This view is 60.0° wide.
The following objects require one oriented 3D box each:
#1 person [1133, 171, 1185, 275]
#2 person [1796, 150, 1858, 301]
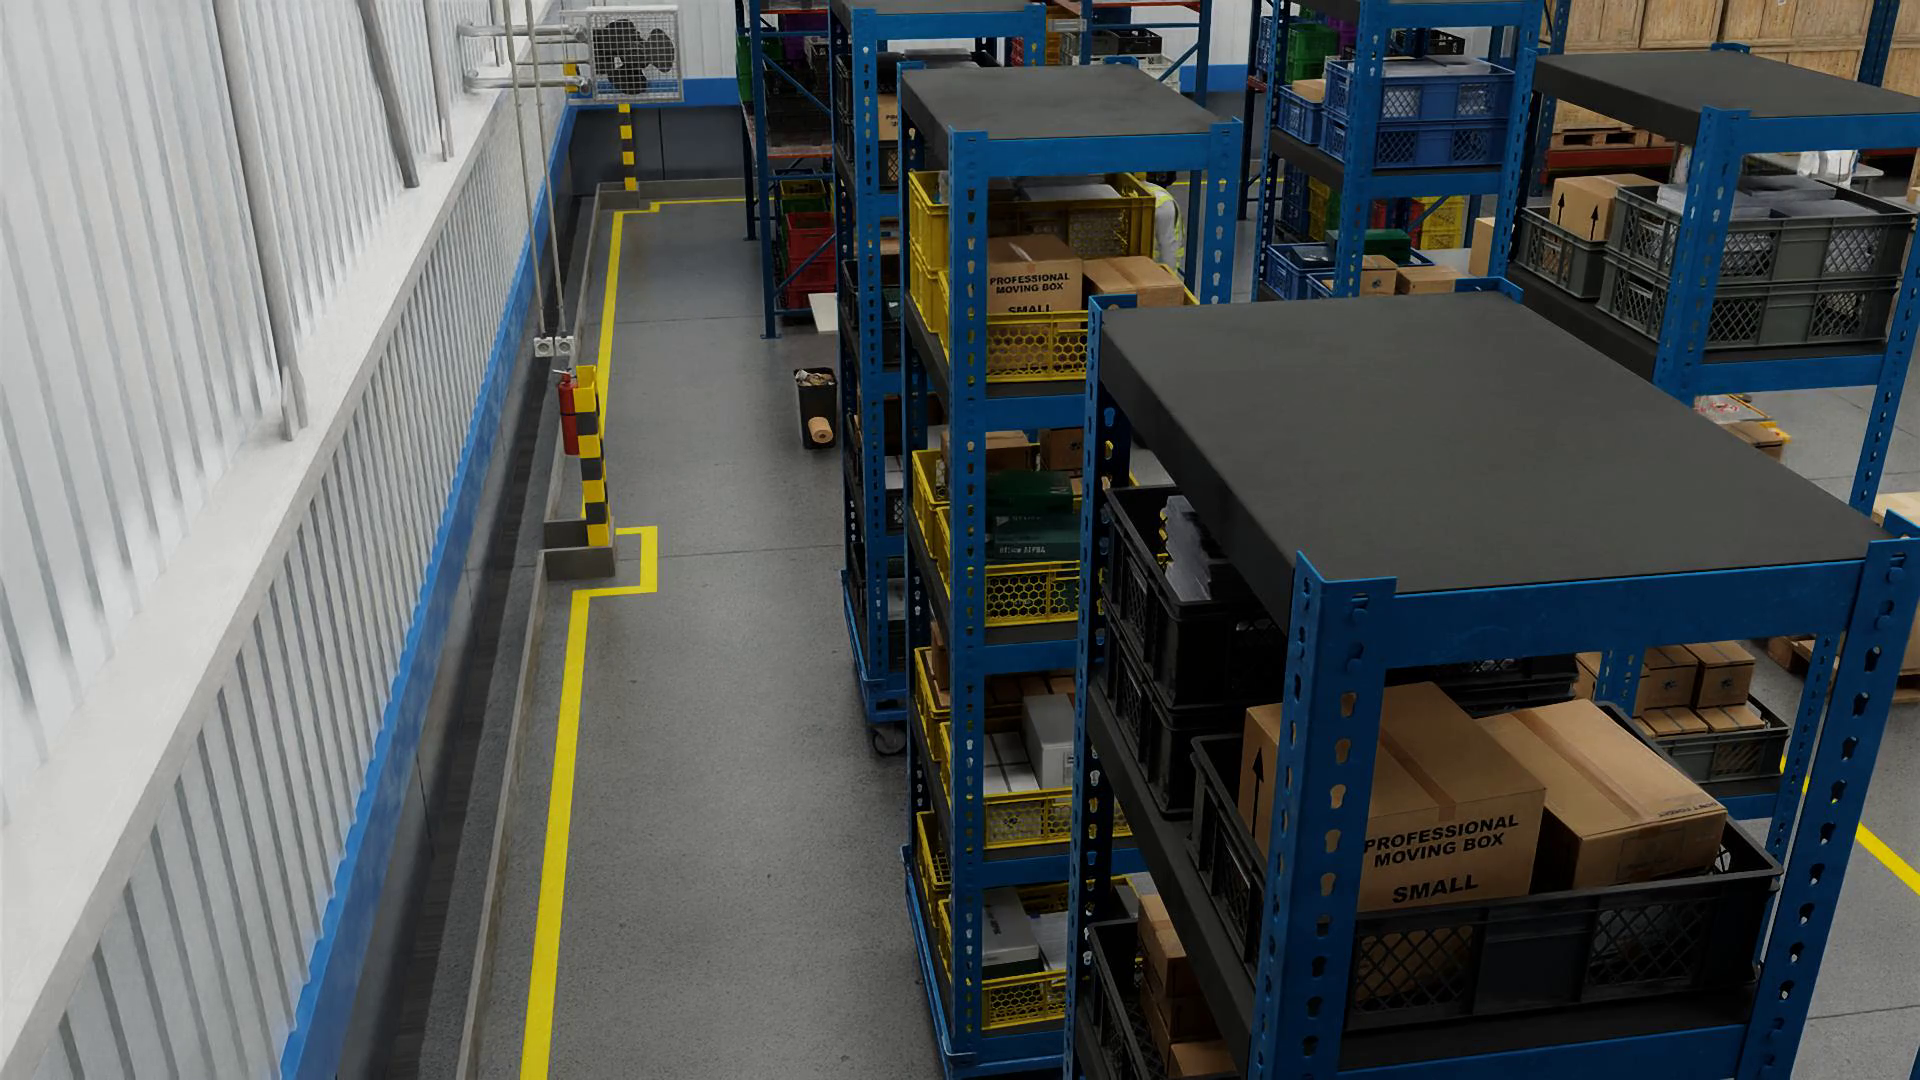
[{"bbox_3d":[1.533,-2.124,13.016,0.429,1.842,0.633,-9,26,-18],"label":"person"},{"bbox_3d":[7.746,-3.042,14.963,0.574,1.885,0.356,-7,26,-14],"label":"person"}]
